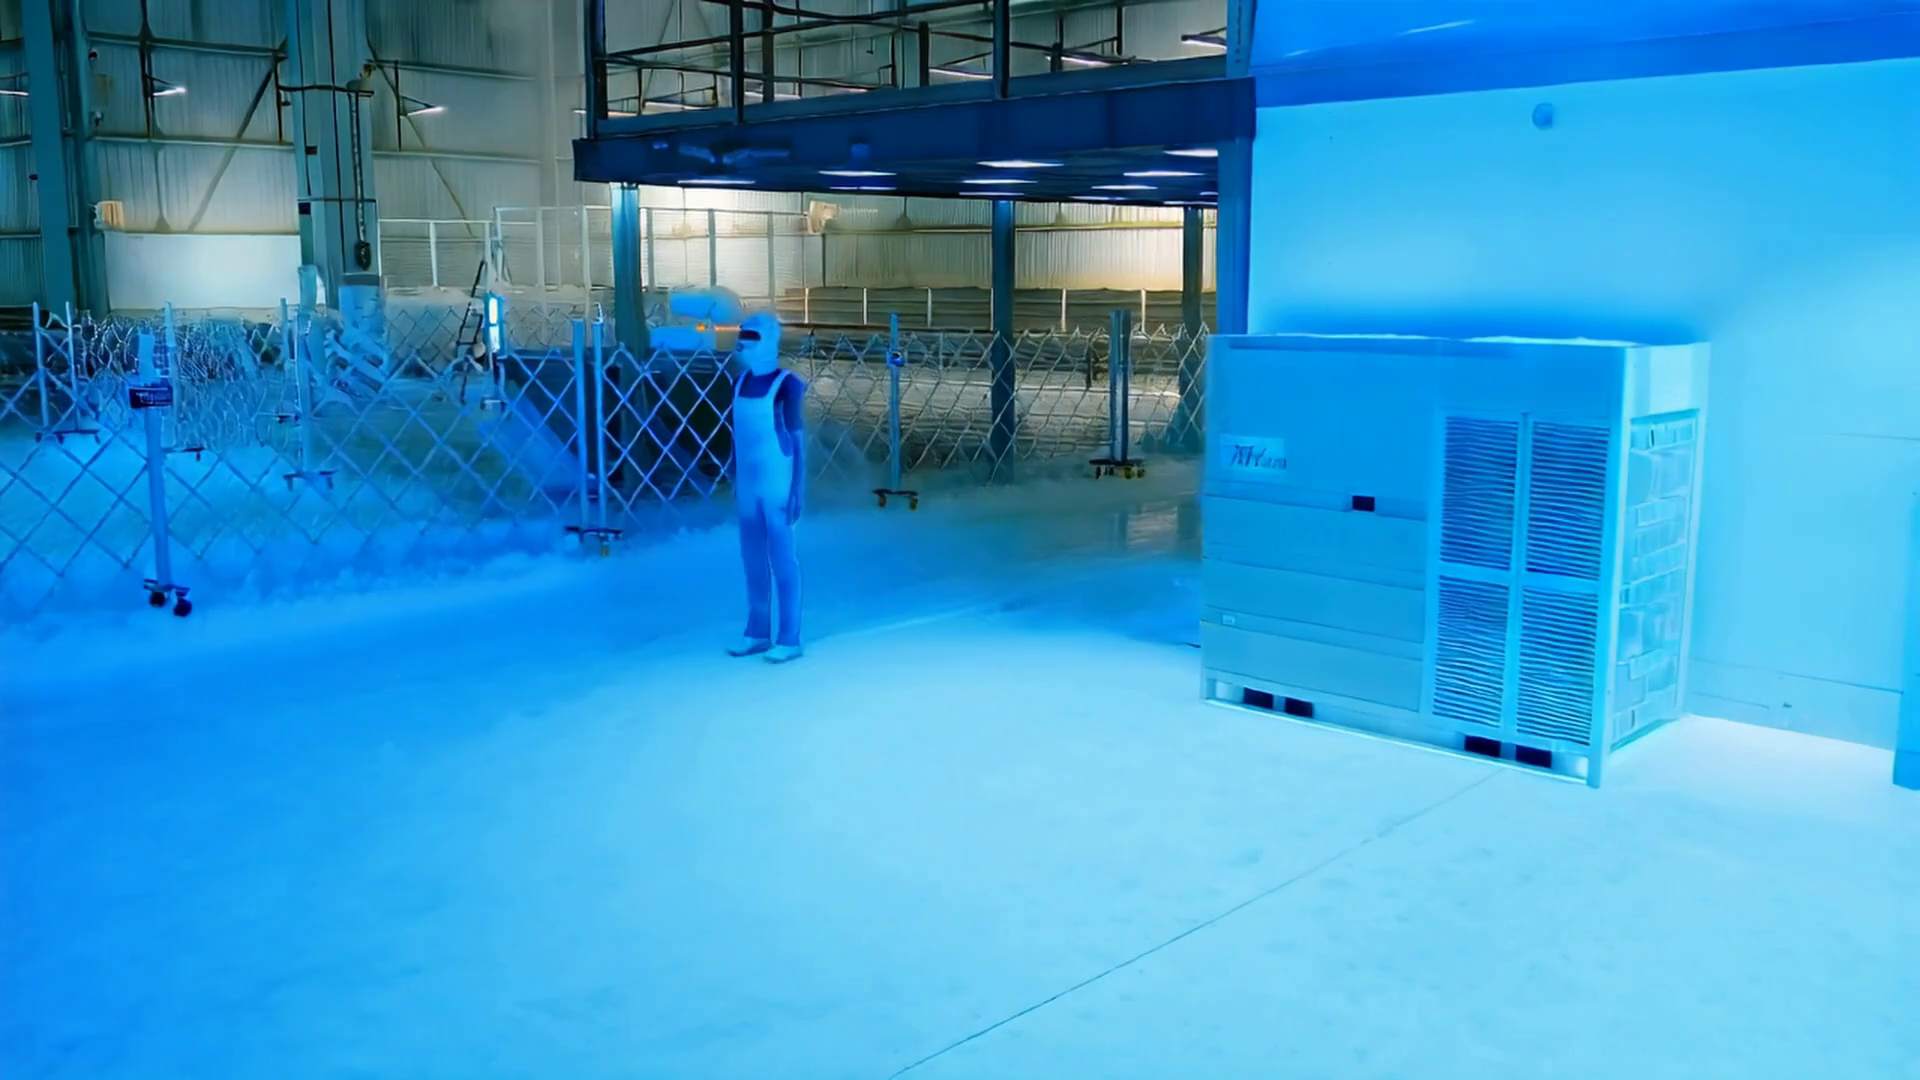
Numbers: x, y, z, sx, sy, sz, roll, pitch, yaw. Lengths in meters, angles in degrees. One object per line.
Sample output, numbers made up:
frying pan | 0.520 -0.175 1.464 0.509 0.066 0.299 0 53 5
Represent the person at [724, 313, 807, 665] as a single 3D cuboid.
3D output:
person | -1.025 -0.268 8.760 0.516 1.842 0.327 8 12 40
